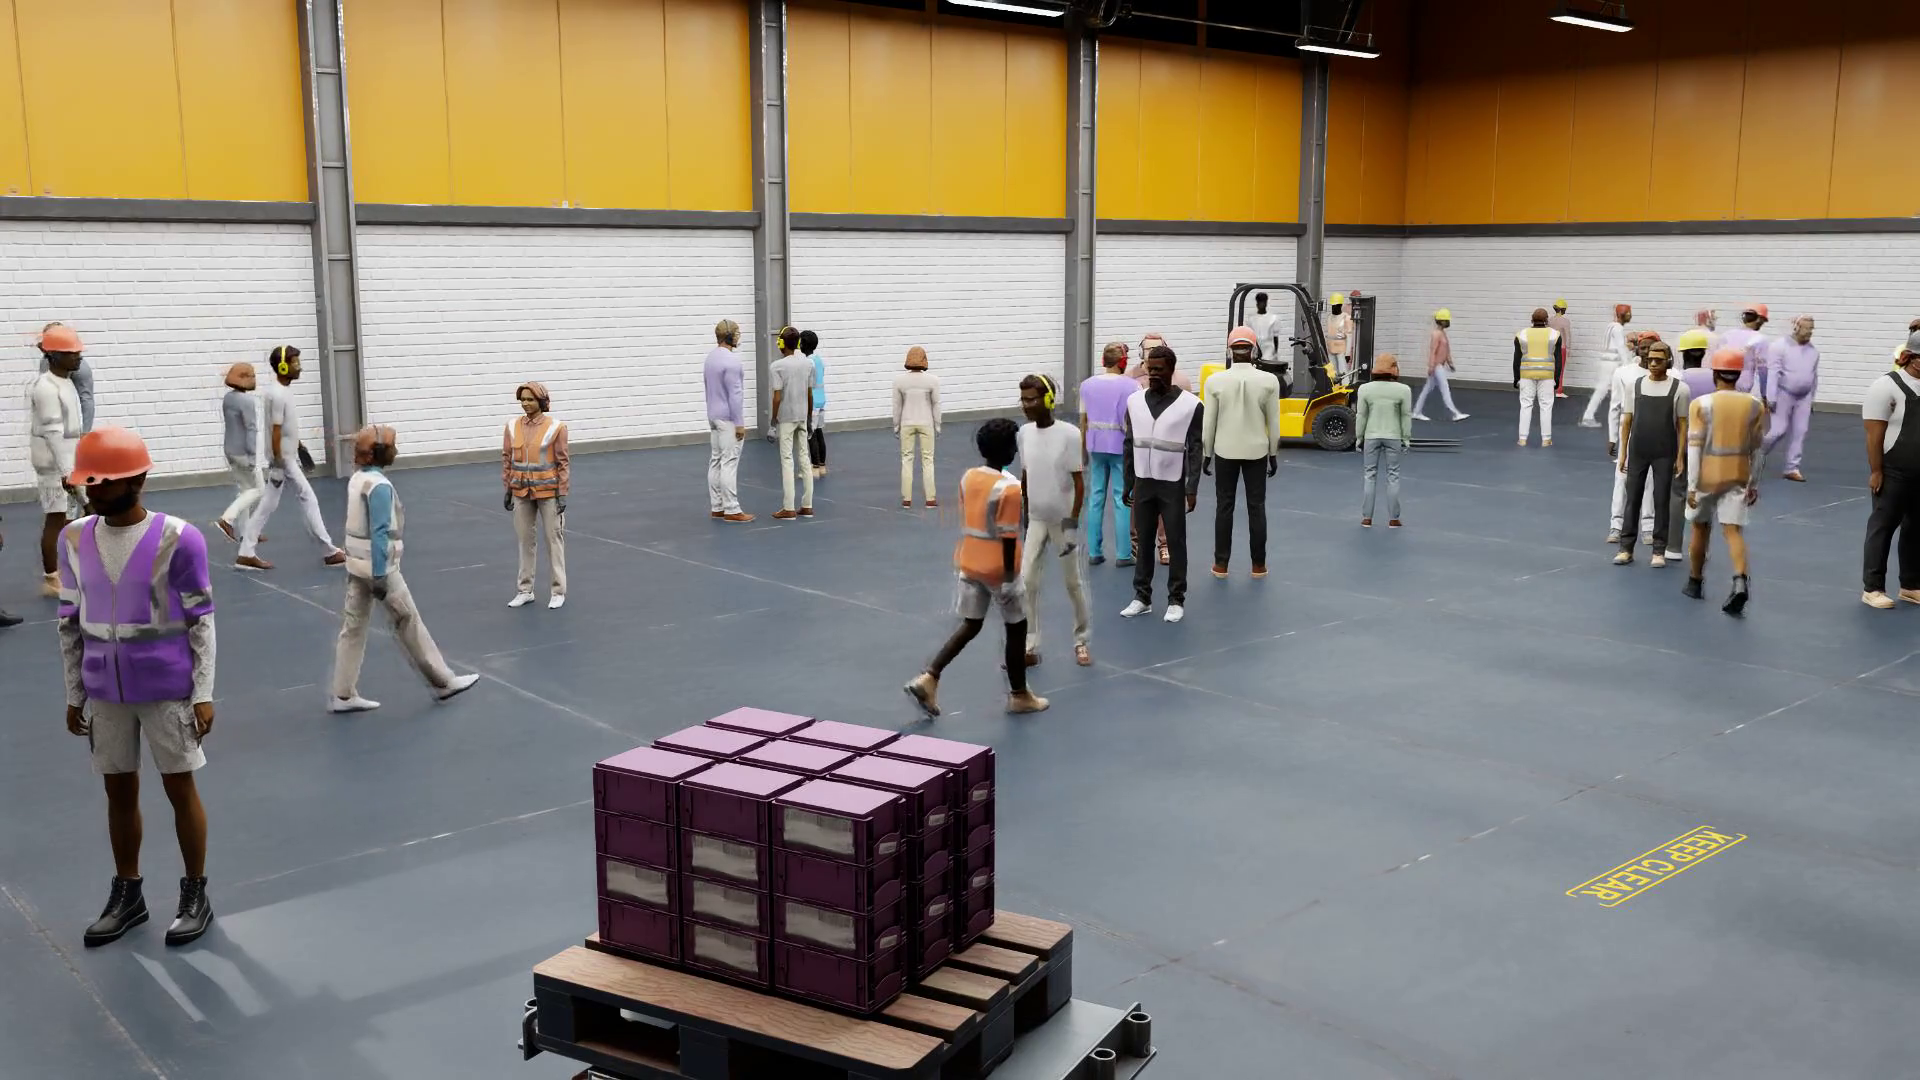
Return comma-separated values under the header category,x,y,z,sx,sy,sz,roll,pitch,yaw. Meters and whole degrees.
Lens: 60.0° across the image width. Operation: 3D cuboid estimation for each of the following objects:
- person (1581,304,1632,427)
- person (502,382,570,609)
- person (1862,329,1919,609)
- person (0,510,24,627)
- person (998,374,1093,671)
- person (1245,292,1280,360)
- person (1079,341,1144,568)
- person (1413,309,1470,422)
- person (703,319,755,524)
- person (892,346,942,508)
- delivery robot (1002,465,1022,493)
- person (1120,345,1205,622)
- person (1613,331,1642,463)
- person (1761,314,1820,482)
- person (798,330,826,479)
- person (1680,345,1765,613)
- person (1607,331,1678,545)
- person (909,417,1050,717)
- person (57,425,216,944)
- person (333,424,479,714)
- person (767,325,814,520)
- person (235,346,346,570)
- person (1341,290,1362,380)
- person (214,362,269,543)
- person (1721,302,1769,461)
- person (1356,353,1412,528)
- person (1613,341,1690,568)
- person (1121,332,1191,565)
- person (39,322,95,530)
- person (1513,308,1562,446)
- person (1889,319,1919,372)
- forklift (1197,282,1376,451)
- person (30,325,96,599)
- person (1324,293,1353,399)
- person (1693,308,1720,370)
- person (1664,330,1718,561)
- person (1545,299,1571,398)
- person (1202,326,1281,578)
category,x,y,z,sx,sy,sz,roll,pitch,yaw
person,9.717,-2.557,24.552,1.005,1.827,0.594,4,11,24
person,-3.052,-0.321,11.994,0.513,1.641,0.307,2,10,12
person,6.885,-0.520,11.985,0.682,2.000,0.538,-2,10,-13
person,-6.595,-0.304,11.053,0.609,1.914,0.567,-3,10,-17
person,0.572,-0.103,10.220,0.518,1.830,0.672,7,12,37
person,5.093,-3.217,28.061,0.604,1.947,0.591,4,10,20
person,1.232,-0.693,13.577,0.569,1.840,0.374,6,11,30
person,7.385,-2.661,25.469,0.909,1.720,0.526,5,11,26
person,-2.220,-1.127,15.838,0.372,1.940,0.627,-6,11,-31
person,-0.431,-1.130,16.747,0.497,1.633,0.283,1,10,6
delivery robot,0.385,-0.487,15.863,0.477,0.478,0.707,-2,10,-12
person,1.407,-0.396,11.616,0.590,1.919,0.391,6,11,30
person,8.190,-1.709,20.155,0.354,1.628,0.530,1,10,8
person,9.413,-1.621,18.891,0.653,1.880,0.640,-1,10,-7
person,-1.699,-1.538,18.947,0.317,1.695,0.540,2,10,14
person,5.517,-0.444,11.984,0.551,1.903,0.932,1,10,5
person,6.011,-0.896,14.650,0.575,1.882,0.361,4,10,22
person,0.120,0.165,9.049,0.759,1.673,0.536,-7,12,-34
person,-3.016,0.540,6.087,0.551,1.933,0.376,0,10,0
person,-3.155,0.155,9.292,0.824,1.595,0.545,-7,12,-35
person,-1.634,-1.129,16.044,0.521,1.874,0.327,-9,13,-41
person,-5.439,-0.658,13.452,0.972,1.823,0.527,-5,11,-25
person,7.336,-3.687,30.916,0.640,1.910,0.407,3,10,18
person,-6.322,-0.746,14.557,0.500,1.619,0.434,8,13,40
person,9.279,-1.801,19.639,0.902,1.981,0.632,-3,10,-19
person,3.952,-0.924,15.542,0.507,1.631,0.278,3,10,17
person,5.649,-0.693,13.570,0.507,1.847,0.351,6,12,33
person,1.561,-0.747,13.687,0.651,1.913,0.409,2,10,14
person,-8.180,-1.024,15.235,0.628,1.940,0.377,5,11,27
person,7.711,-2.170,22.228,0.621,1.845,0.429,4,10,20
person,10.571,-1.530,18.472,0.429,1.847,0.627,-5,11,-27
forklift,4.328,-2.346,22.227,2.313,2.155,1.214,3,10,16
person,-6.591,-0.563,12.275,0.558,2.024,0.616,-2,10,-9
person,6.368,-3.204,28.095,0.433,1.913,0.599,-5,11,-28
person,9.261,-1.962,20.850,0.619,1.892,0.659,0,10,-1
person,6.065,-0.782,13.860,0.594,1.922,0.385,-1,10,-7
person,10.715,-3.428,29.814,0.310,1.768,0.533,-7,12,-34
person,2.211,-0.684,13.105,0.609,1.986,0.391,1,10,7
